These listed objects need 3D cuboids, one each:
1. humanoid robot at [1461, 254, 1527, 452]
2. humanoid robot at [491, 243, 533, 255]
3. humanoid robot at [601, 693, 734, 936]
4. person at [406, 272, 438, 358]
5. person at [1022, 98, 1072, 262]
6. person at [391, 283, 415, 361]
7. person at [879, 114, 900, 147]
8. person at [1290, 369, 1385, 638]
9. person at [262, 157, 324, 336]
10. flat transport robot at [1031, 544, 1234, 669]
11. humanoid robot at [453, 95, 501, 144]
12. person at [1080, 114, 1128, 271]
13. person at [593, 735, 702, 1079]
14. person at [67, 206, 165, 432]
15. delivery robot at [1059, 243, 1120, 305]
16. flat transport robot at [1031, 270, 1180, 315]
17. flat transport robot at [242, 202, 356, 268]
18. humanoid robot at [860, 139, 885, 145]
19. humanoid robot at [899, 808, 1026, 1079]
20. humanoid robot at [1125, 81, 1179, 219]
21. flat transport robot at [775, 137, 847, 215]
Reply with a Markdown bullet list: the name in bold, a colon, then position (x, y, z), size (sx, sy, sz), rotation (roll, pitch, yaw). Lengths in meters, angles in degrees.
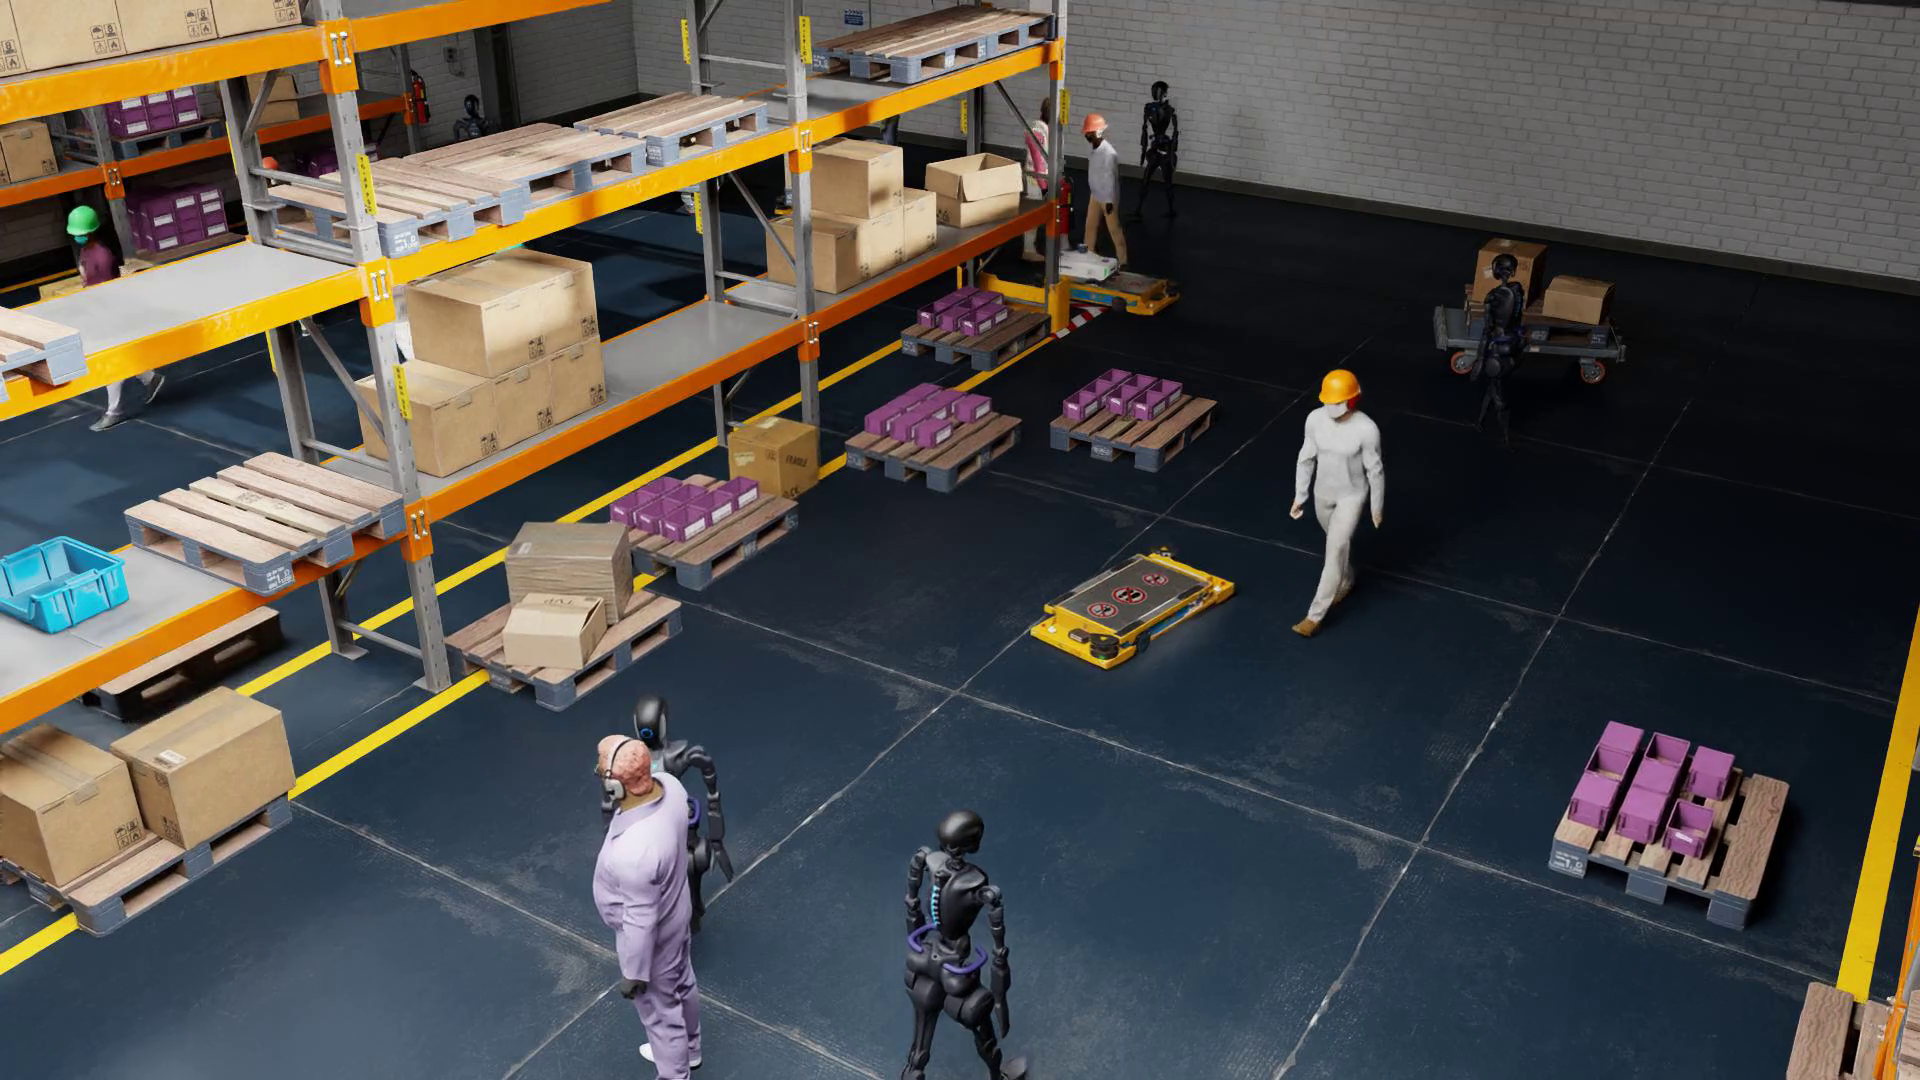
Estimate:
- **humanoid robot**: position (4.443, -1.565, 13.750), size (0.584, 1.638, 0.657), rotation (-23, 35, -37)
- **humanoid robot**: position (-3.615, -1.991, 14.498), size (0.548, 1.735, 0.959), rotation (20, 33, 34)
- **humanoid robot**: position (-1.394, 1.404, 7.921), size (0.608, 1.641, 0.701), rotation (-3, 27, -6)
- **person**: position (-4.125, -1.336, 13.086), size (0.336, 1.848, 0.513), rotation (-13, 30, -24)
- **person**: position (1.024, -3.916, 18.204), size (0.736, 1.820, 0.634), rotation (16, 31, 29)
- **person**: position (-4.889, -2.144, 14.632), size (0.481, 1.896, 0.672), rotation (10, 28, 18)
- **person**: position (-0.916, -5.329, 21.188), size (0.284, 1.631, 0.500), rotation (6, 28, 12)
- **person**: position (2.501, -0.281, 11.027), size (0.566, 1.833, 0.973), rotation (22, 34, 37)
- **person**: position (-6.582, -2.844, 16.160), size (0.568, 1.750, 0.328), rotation (3, 27, 7)
- **flat transport robot**: position (1.193, 0.438, 11.334), size (0.659, 0.231, 1.431), rotation (23, 35, 38)
- **humanoid robot**: position (-5.473, -4.286, 19.101), size (0.593, 1.641, 0.534), rotation (-2, 27, -5)
- **person**: position (1.536, -3.735, 17.979), size (0.651, 1.711, 0.567), rotation (-10, 29, -19)
- **person**: position (-1.348, 1.660, 7.125), size (0.402, 1.902, 0.641), rotation (2, 27, 4)
- **person**: position (-7.269, -1.916, 14.148), size (0.516, 1.917, 0.689), rotation (23, 35, 37)
- **delivery robot**: position (1.284, -2.812, 17.389), size (0.737, 0.564, 0.499), rotation (13, 30, 24)
- **flat transport robot**: position (1.514, -2.624, 17.369), size (1.431, 0.231, 0.659), rotation (16, 31, 28)
- **flat transport robot**: position (-6.914, -2.690, 17.499), size (1.431, 0.231, 0.659), rotation (-20, 33, -34)
- **humanoid robot**: position (-0.749, -3.333, 17.197), size (0.531, 1.757, 1.028), rotation (14, 30, 26)
- **humanoid robot**: position (-0.038, 1.838, 7.086), size (0.584, 1.628, 0.798), rotation (21, 34, 35)
- **humanoid robot**: position (2.343, -4.598, 19.725), size (0.710, 1.637, 0.591), rotation (-21, 33, -35)
- **flat transport robot**: position (-1.518, -4.144, 20.364), size (1.431, 0.231, 0.659), rotation (1, 27, 2)
